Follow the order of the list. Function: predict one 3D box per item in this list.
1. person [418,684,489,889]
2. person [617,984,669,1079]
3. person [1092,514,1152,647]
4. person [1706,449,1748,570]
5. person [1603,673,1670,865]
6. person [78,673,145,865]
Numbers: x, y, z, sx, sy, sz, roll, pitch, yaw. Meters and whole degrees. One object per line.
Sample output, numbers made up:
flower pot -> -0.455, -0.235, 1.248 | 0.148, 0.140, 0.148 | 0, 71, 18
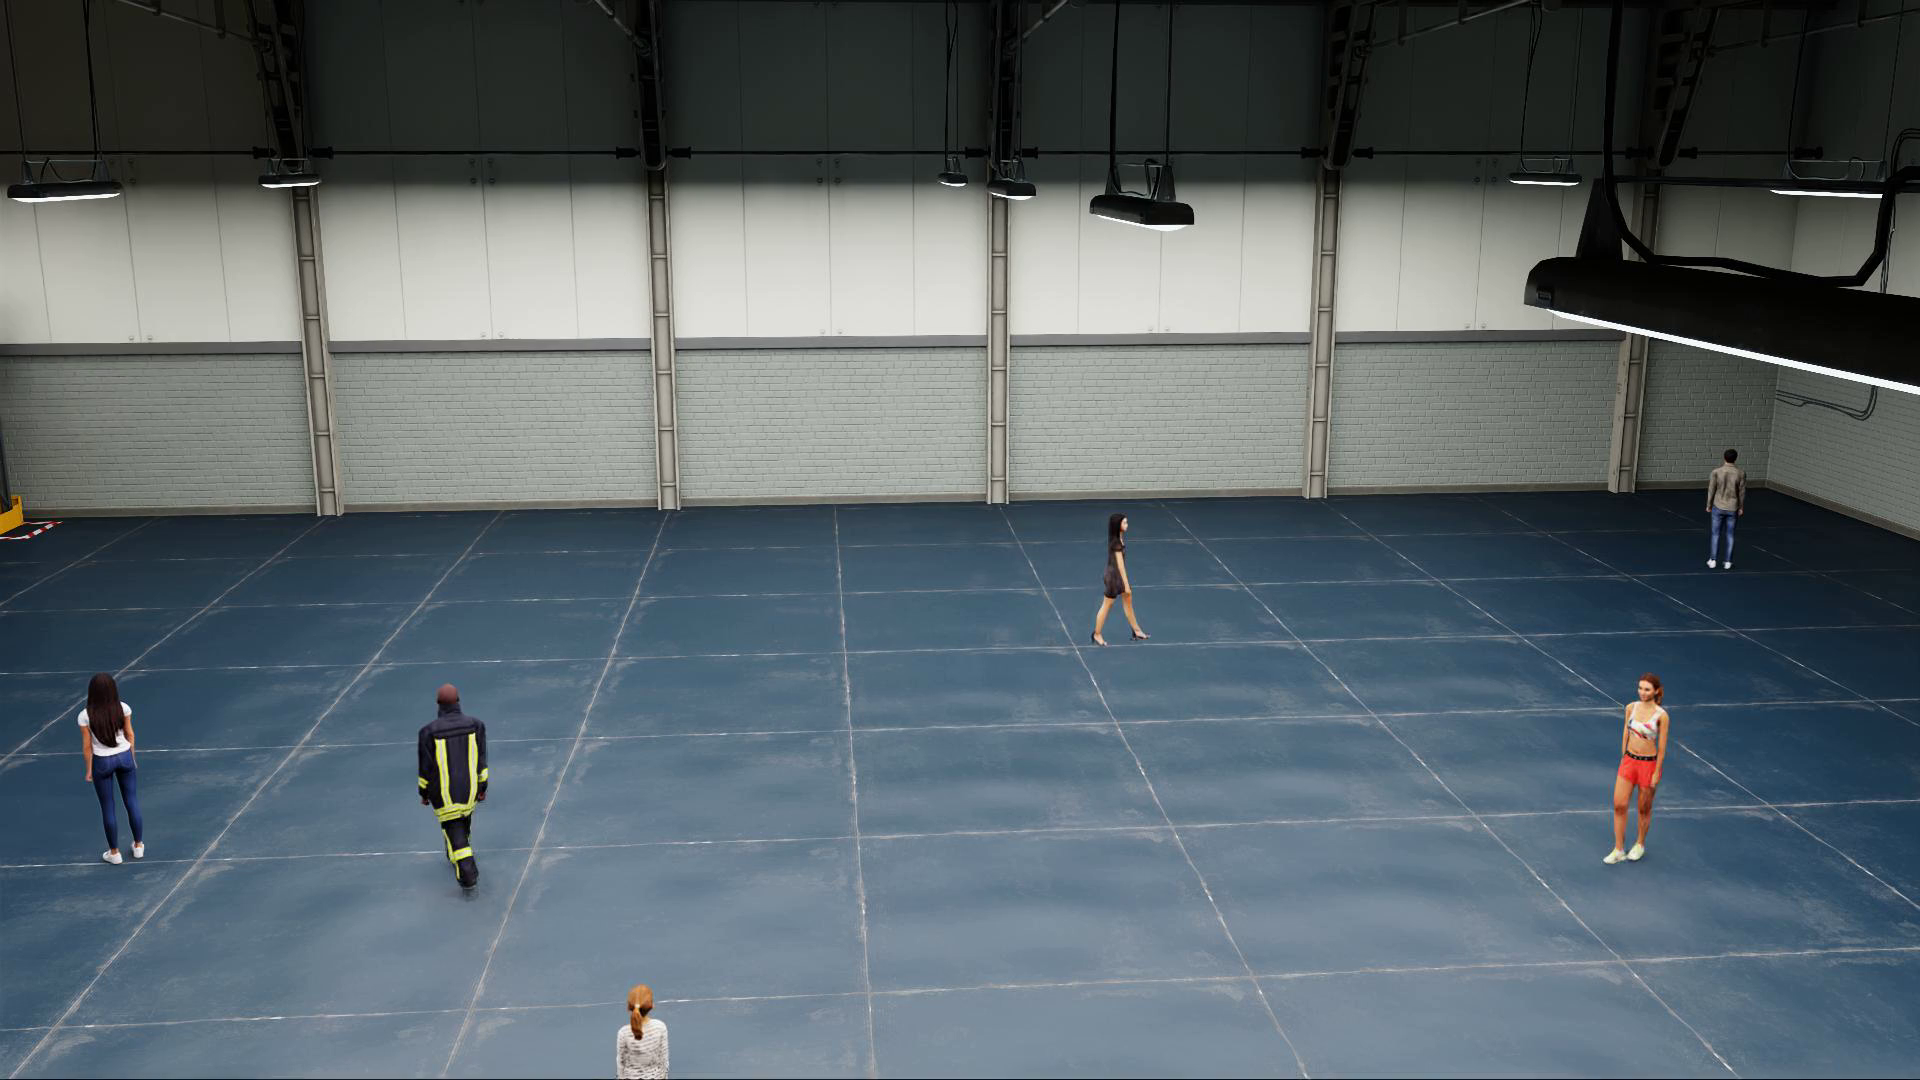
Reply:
person -> -4.380, 2.157, 14.473 | 1.253, 1.788, 1.172 | -9, 16, -33
person -> -1.939, 3.387, 10.223 | 0.570, 1.311, 0.578 | -3, 13, -15
person -> 1.910, 0.545, 21.515 | 1.040, 1.753, 0.750 | 1, 13, 4
person -> 11.840, -0.488, 25.728 | 0.671, 1.864, 0.842 | 4, 14, 18
person -> 6.188, 2.043, 14.998 | 0.929, 1.775, 0.840 | -12, 18, -42
person -> -7.634, 2.043, 14.996 | 0.635, 1.775, 0.726 | -11, 17, -39
